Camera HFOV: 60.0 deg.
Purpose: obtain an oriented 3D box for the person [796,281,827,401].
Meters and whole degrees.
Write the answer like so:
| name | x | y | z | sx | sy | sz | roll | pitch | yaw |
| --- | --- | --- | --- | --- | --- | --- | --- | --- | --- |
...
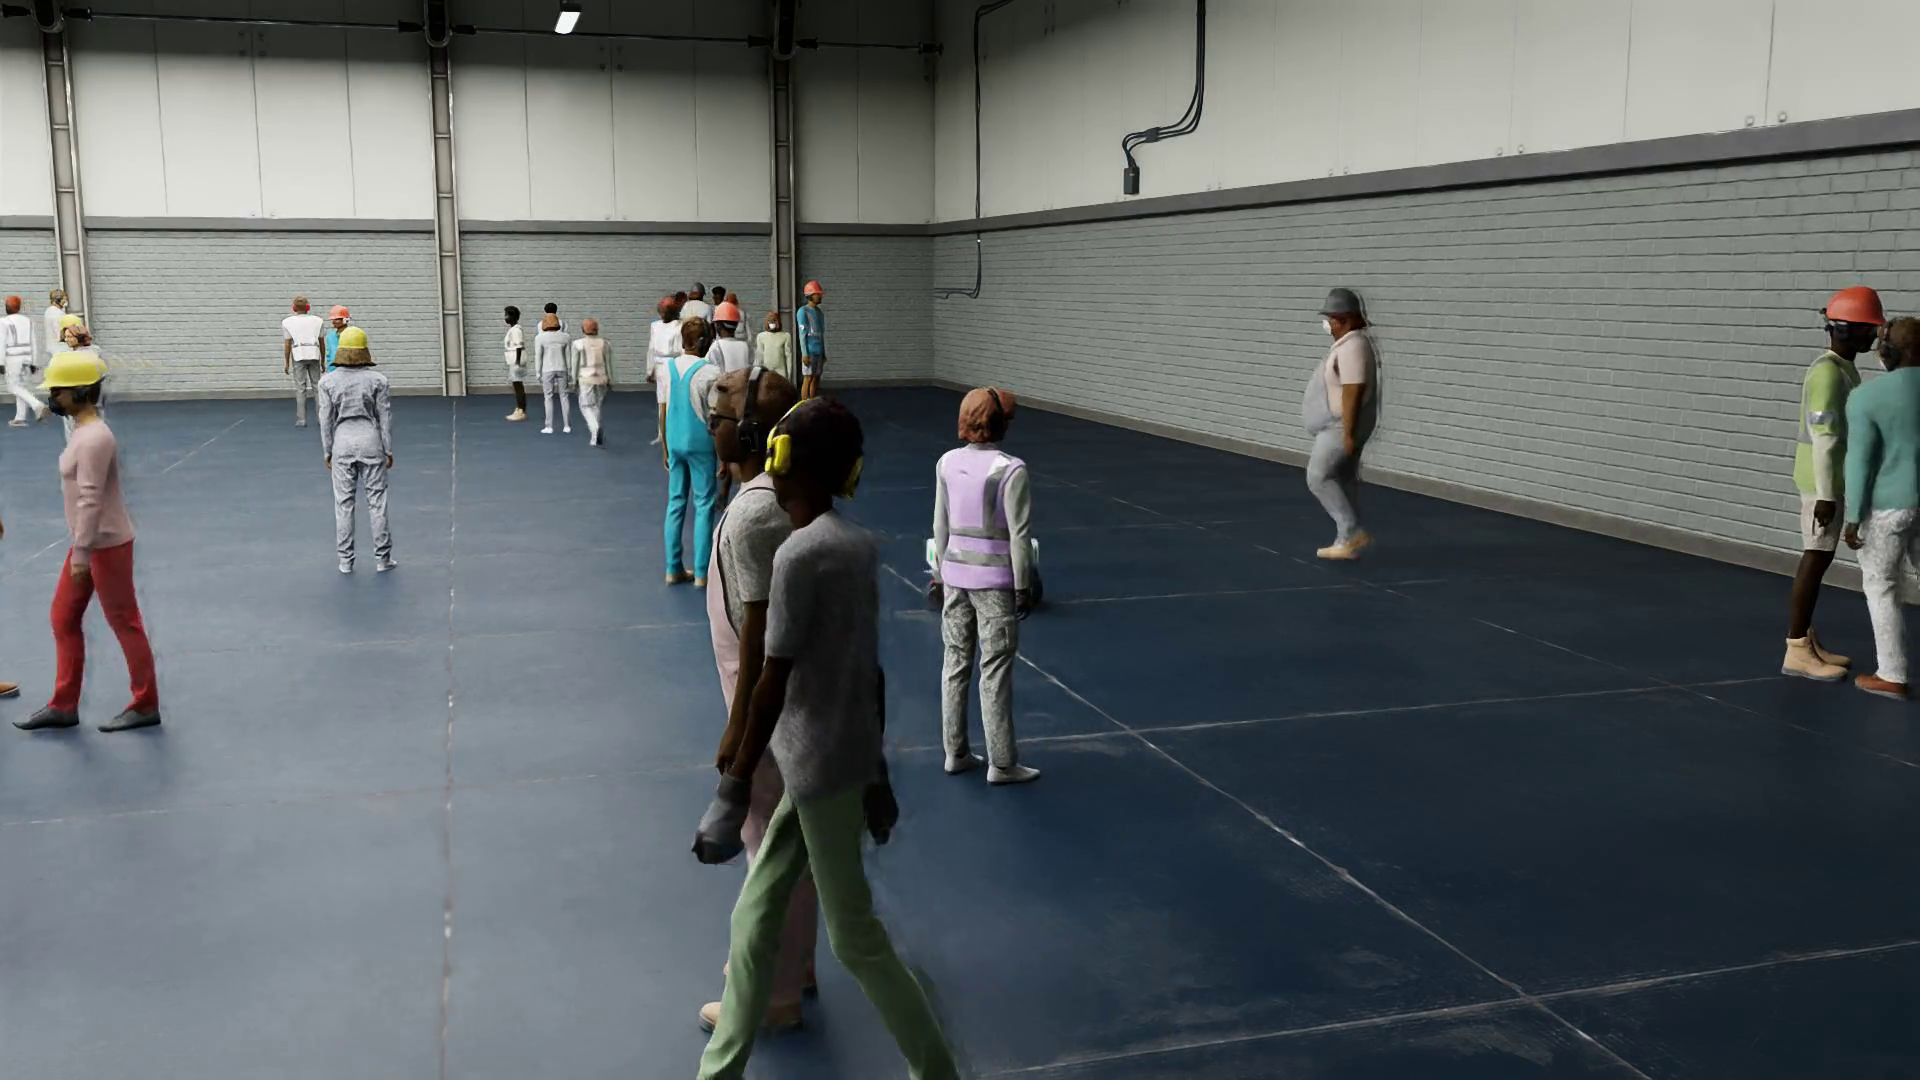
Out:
| name | x | y | z | sx | sy | sz | roll | pitch | yaw |
| --- | --- | --- | --- | --- | --- | --- | --- | --- | --- |
| person | -2.149 | -2.778 | 24.511 | 0.368 | 2.048 | 0.607 | 4 | 10 | 25 |

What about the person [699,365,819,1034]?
| name | x | y | z | sx | sy | sz | roll | pitch | yaw |
| --- | --- | --- | --- | --- | --- | --- | --- | --- | --- |
| person | -0.550 | 0.442 | 4.610 | 0.345 | 1.847 | 0.508 | 1 | 9 | 7 |

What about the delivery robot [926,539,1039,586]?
| name | x | y | z | sx | sy | sz | roll | pitch | yaw |
| --- | --- | --- | --- | --- | --- | --- | --- | --- | --- |
| delivery robot | 0.140 | 0.110 | 10.529 | 0.707 | 0.478 | 0.477 | 0 | 9 | 0 |

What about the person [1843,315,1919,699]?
| name | x | y | z | sx | sy | sz | roll | pitch | yaw |
| --- | --- | --- | --- | --- | --- | --- | --- | --- | --- |
| person | 4.671 | -0.136 | 8.118 | 0.661 | 1.906 | 0.640 | 0 | 9 | 1 |

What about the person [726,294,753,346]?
| name | x | y | z | sx | sy | sz | roll | pitch | yaw |
| --- | --- | --- | --- | --- | --- | --- | --- | --- | --- |
| person | -3.959 | -3.379 | 29.029 | 0.588 | 1.821 | 1.026 | -7 | 12 | -40 |

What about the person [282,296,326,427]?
| name | x | y | z | sx | sy | sz | roll | pitch | yaw |
| --- | --- | --- | --- | --- | --- | --- | --- | --- | --- |
| person | -9.205 | -2.499 | 23.393 | 0.563 | 1.839 | 0.392 | -6 | 11 | -35 |

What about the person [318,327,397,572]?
| name | x | y | z | sx | sy | sz | roll | pitch | yaw |
| --- | --- | --- | --- | --- | --- | --- | --- | --- | --- |
| person | -4.277 | -0.639 | 11.828 | 0.492 | 1.744 | 0.295 | -2 | 9 | -13 |

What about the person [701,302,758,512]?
| name | x | y | z | sx | sy | sz | roll | pitch | yaw |
| --- | --- | --- | --- | --- | --- | --- | --- | --- | --- |
| person | -1.973 | -1.123 | 14.476 | 0.541 | 1.900 | 0.989 | -8 | 12 | -42 |

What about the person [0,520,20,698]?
| name | x | y | z | sx | sy | sz | roll | pitch | yaw |
| --- | --- | --- | --- | --- | --- | --- | --- | --- | --- |
| person | -4.873 | -0.147 | 8.037 | 0.395 | 1.949 | 0.602 | 1 | 9 | 5 |

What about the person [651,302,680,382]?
| name | x | y | z | sx | sy | sz | roll | pitch | yaw |
| --- | --- | --- | --- | --- | --- | --- | --- | --- | --- |
| person | -3.662 | -2.134 | 21.181 | 0.512 | 1.802 | 0.800 | -6 | 10 | -32 |

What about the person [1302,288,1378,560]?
| name | x | y | z | sx | sy | sz | roll | pitch | yaw |
| --- | --- | --- | --- | --- | --- | --- | --- | --- | --- |
| person | 2.783 | -0.849 | 12.225 | 0.537 | 2.000 | 0.693 | 3 | 9 | 18 |

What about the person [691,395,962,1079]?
| name | x | y | z | sx | sy | sz | roll | pitch | yaw |
| --- | --- | --- | --- | --- | --- | --- | --- | --- | --- |
| person | -0.363 | 0.574 | 3.925 | 0.874 | 1.815 | 0.495 | 0 | 9 | -1 |

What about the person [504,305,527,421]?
| name | x | y | z | sx | sy | sz | roll | pitch | yaw |
| --- | --- | --- | --- | --- | --- | --- | --- | --- | --- |
| person | -6.537 | -2.598 | 24.477 | 0.319 | 1.695 | 0.540 | -3 | 10 | -21 |

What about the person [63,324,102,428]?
| name | x | y | z | sx | sy | sz | roll | pitch | yaw |
| --- | --- | --- | --- | --- | --- | --- | --- | --- | --- |
| person | -8.647 | -1.303 | 16.395 | 0.520 | 1.640 | 0.307 | 4 | 10 | 26 |

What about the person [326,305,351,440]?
| name | x | y | z | sx | sy | sz | roll | pitch | yaw |
| --- | --- | --- | --- | --- | --- | --- | --- | --- | --- |
| person | -7.793 | -2.088 | 21.039 | 0.571 | 1.749 | 0.343 | 4 | 10 | 22 |

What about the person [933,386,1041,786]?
| name | x | y | z | sx | sy | sz | roll | pitch | yaw |
| --- | --- | --- | --- | --- | --- | --- | --- | --- | --- |
| person | 0.094 | 0.188 | 6.875 | 0.315 | 1.641 | 0.515 | -9 | 12 | -44 |

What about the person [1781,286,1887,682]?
| name | x | y | z | sx | sy | sz | roll | pitch | yaw |
| --- | --- | --- | --- | --- | --- | --- | --- | --- | --- |
| person | 4.573 | -0.293 | 8.678 | 0.395 | 2.038 | 0.615 | 6 | 10 | 32 |

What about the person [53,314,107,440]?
| name | x | y | z | sx | sy | sz | roll | pitch | yaw |
| --- | --- | --- | --- | --- | --- | --- | --- | --- | --- |
| person | -8.917 | -1.423 | 16.892 | 0.373 | 1.729 | 0.496 | 8 | 12 | 40 |

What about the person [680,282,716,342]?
| name | x | y | z | sx | sy | sz | roll | pitch | yaw |
| --- | --- | --- | --- | --- | --- | --- | --- | --- | --- |
| person | -4.344 | -3.290 | 27.798 | 0.684 | 2.000 | 0.538 | 4 | 10 | 22 |

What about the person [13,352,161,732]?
| name | x | y | z | sx | sy | sz | roll | pitch | yaw |
| --- | --- | --- | --- | --- | --- | --- | --- | --- | --- |
| person | -4.030 | 0.032 | 7.515 | 0.711 | 1.741 | 0.547 | -6 | 11 | -33 |

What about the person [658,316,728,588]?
| name | x | y | z | sx | sy | sz | roll | pitch | yaw |
| --- | --- | --- | --- | --- | --- | --- | --- | --- | --- |
| person | -1.788 | -0.585 | 11.213 | 0.517 | 1.834 | 0.356 | 4 | 10 | 23 |

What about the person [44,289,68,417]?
| name | x | y | z | sx | sy | sz | roll | pitch | yaw |
| --- | --- | --- | --- | --- | --- | --- | --- | --- | --- |
| person | -13.584 | -2.819 | 25.124 | 0.372 | 1.938 | 0.630 | -7 | 11 | -38 |

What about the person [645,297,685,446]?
| name | x | y | z | sx | sy | sz | roll | pitch | yaw |
| --- | --- | --- | --- | --- | --- | --- | --- | --- | --- |
| person | -3.612 | -2.088 | 20.702 | 0.667 | 1.859 | 0.474 | 7 | 11 | 37 |

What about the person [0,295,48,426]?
| name | x | y | z | sx | sy | sz | roll | pitch | yaw |
| --- | --- | --- | --- | --- | --- | --- | --- | --- | --- |
| person | -13.219 | -2.522 | 23.441 | 0.683 | 1.867 | 0.580 | 2 | 9 | 14 |

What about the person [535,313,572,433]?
| name | x | y | z | sx | sy | sz | roll | pitch | yaw |
| --- | --- | --- | --- | --- | --- | --- | --- | --- | --- |
| person | -5.492 | -2.255 | 22.518 | 0.501 | 1.629 | 0.287 | -5 | 10 | -28 |

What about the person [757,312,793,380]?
| name | x | y | z | sx | sy | sz | roll | pitch | yaw |
| --- | --- | --- | --- | --- | --- | --- | --- | --- | --- |
| person | -2.576 | -2.354 | 23.149 | 0.499 | 1.627 | 0.281 | 0 | 9 | 1 |

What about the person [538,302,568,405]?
| name | x | y | z | sx | sy | sz | roll | pitch | yaw |
| --- | --- | --- | --- | --- | --- | --- | --- | --- | --- |
| person | -6.748 | -3.086 | 27.593 | 0.540 | 1.693 | 0.317 | -7 | 11 | -38 |

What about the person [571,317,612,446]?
| name | x | y | z | sx | sy | sz | roll | pitch | yaw |
| --- | --- | --- | --- | --- | --- | --- | --- | --- | --- |
| person | -4.522 | -1.938 | 20.542 | 0.524 | 1.616 | 0.603 | -6 | 10 | -31 |
